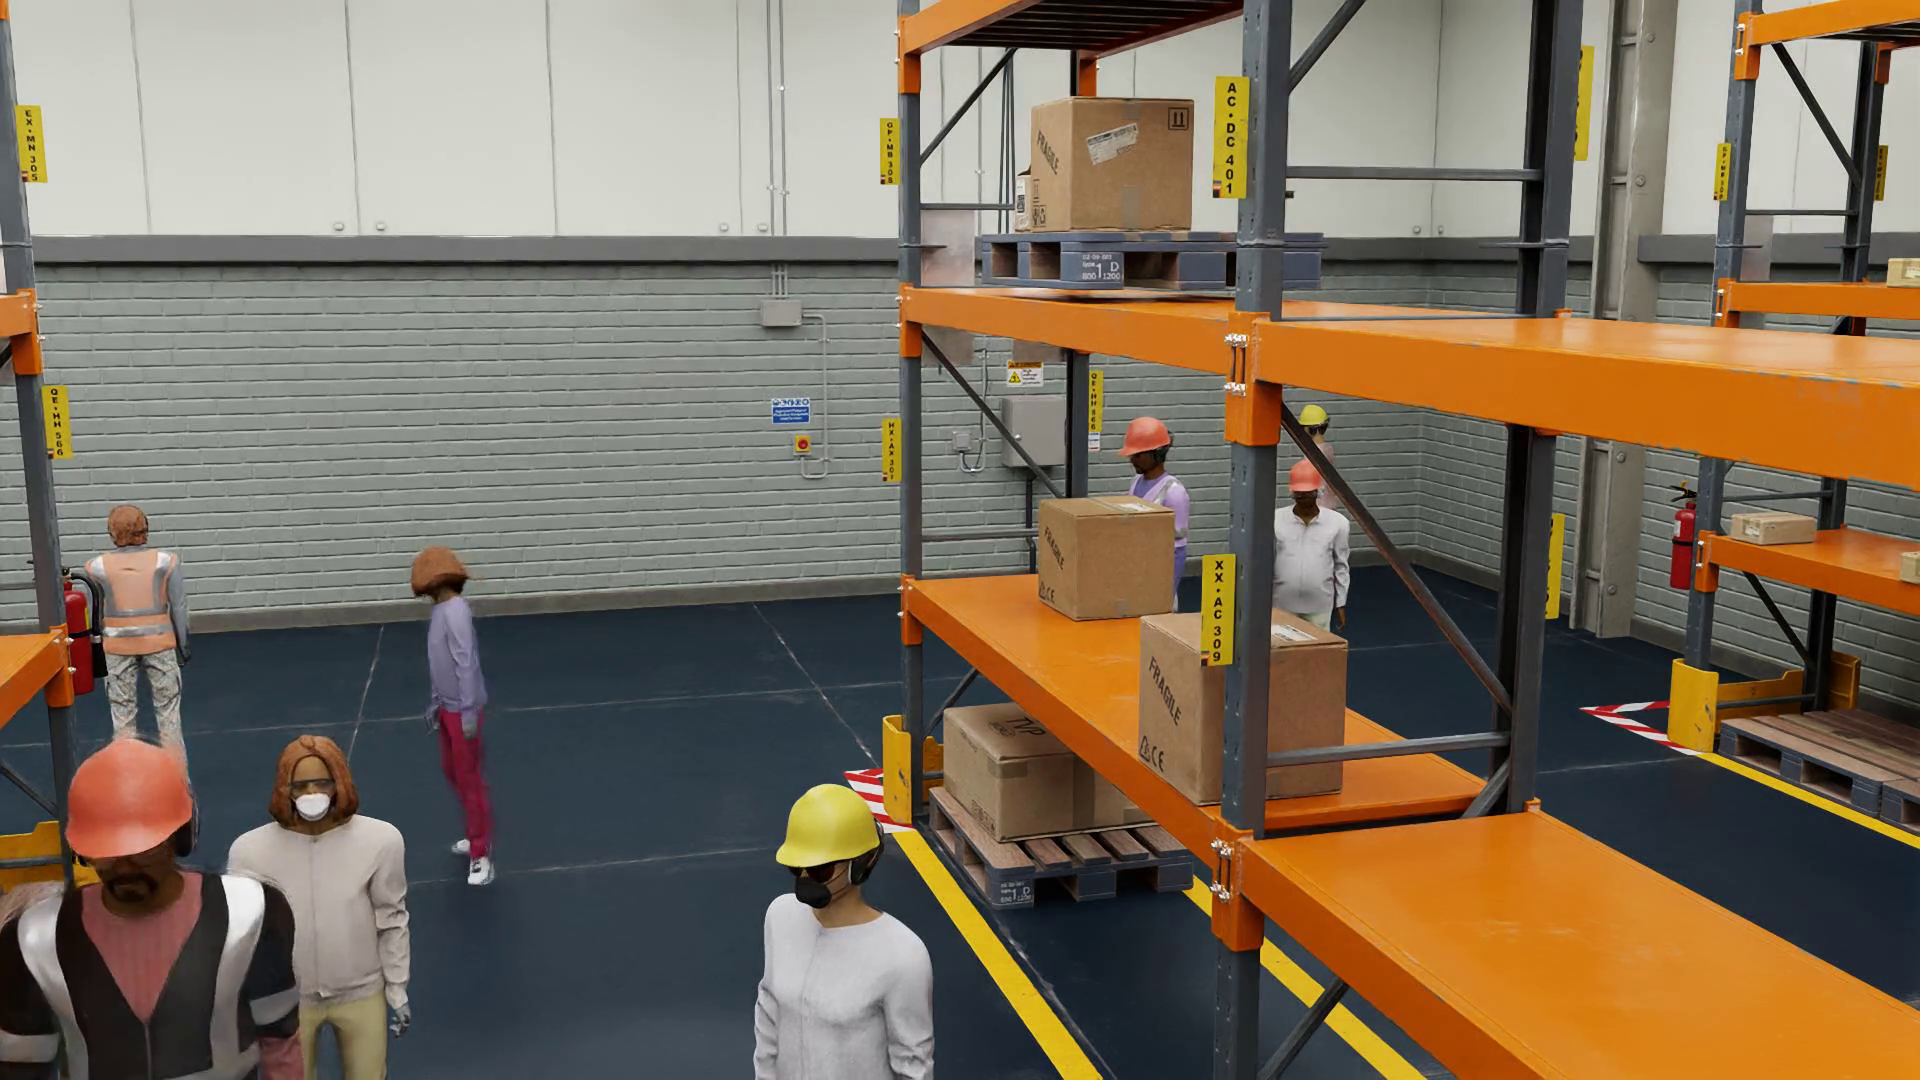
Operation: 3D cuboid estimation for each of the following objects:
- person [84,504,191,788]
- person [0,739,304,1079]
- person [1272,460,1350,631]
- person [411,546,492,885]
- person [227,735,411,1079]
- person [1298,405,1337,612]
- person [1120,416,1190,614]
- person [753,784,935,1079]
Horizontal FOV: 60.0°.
[{"bbox_3d":[-4.550,0.617,9.235,0.516,1.633,0.317,-4,11,-20],"label":"person"},{"bbox_3d":[-1.834,1.383,3.839,0.623,2.002,1.024,-3,10,-18],"label":"person"},{"bbox_3d":[2.114,0.371,10.274,0.569,1.749,0.342,2,10,10],"label":"person"},{"bbox_3d":[-2.448,0.843,8.046,0.315,1.602,0.589,-5,11,-26],"label":"person"},{"bbox_3d":[-1.881,1.368,4.928,0.501,1.636,0.280,-4,11,-20],"label":"person"},{"bbox_3d":[2.914,-0.234,13.723,0.351,1.759,0.523,6,11,29],"label":"person"},{"bbox_3d":[1.133,0.266,10.064,0.381,2.039,0.606,-4,11,-22],"label":"person"},{"bbox_3d":[-0.303,1.450,4.091,0.524,1.770,0.315,7,12,34],"label":"person"}]
